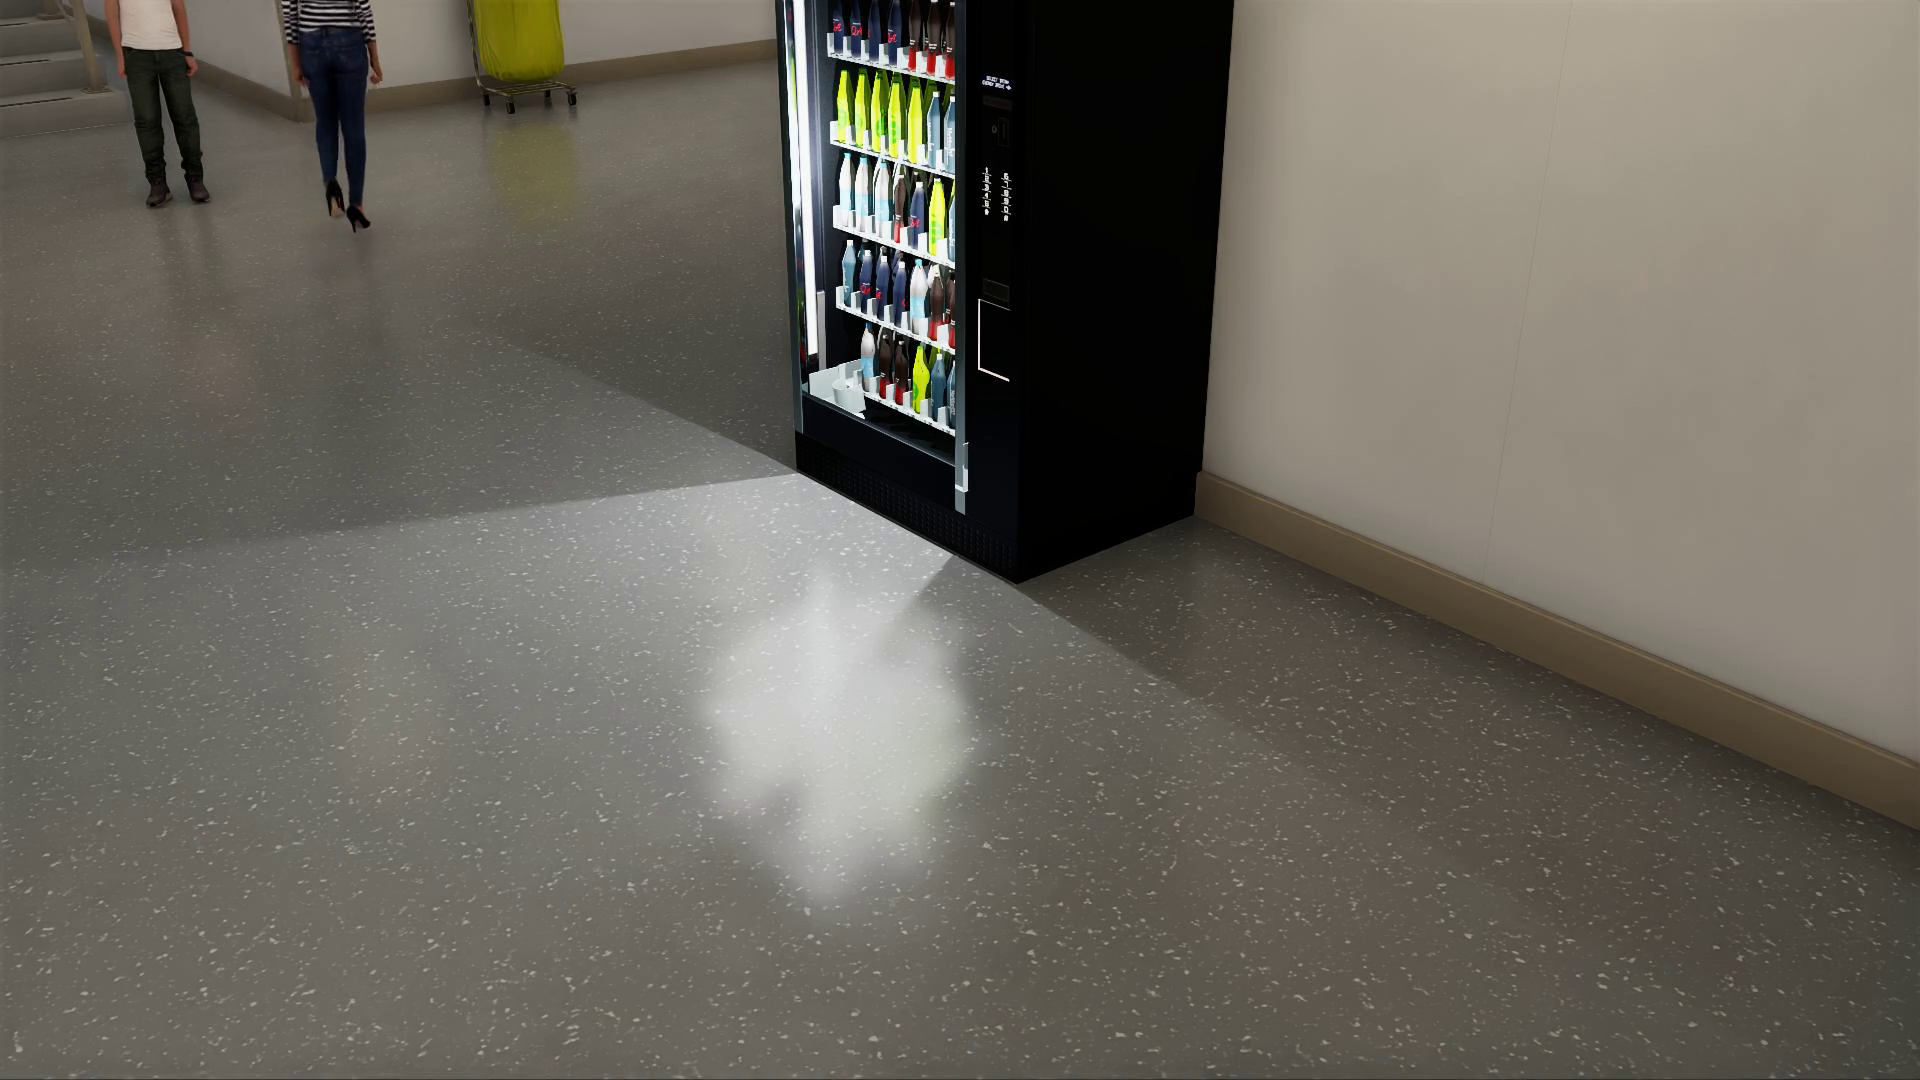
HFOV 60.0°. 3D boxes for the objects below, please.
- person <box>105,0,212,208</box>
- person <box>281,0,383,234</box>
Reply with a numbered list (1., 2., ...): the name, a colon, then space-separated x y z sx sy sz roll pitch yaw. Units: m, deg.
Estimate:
1. person: -4.502 -2.720 9.296 0.632 1.654 0.634 -9 27 -18
2. person: -3.234 -2.442 8.572 0.748 1.783 0.814 -3 26 -6
